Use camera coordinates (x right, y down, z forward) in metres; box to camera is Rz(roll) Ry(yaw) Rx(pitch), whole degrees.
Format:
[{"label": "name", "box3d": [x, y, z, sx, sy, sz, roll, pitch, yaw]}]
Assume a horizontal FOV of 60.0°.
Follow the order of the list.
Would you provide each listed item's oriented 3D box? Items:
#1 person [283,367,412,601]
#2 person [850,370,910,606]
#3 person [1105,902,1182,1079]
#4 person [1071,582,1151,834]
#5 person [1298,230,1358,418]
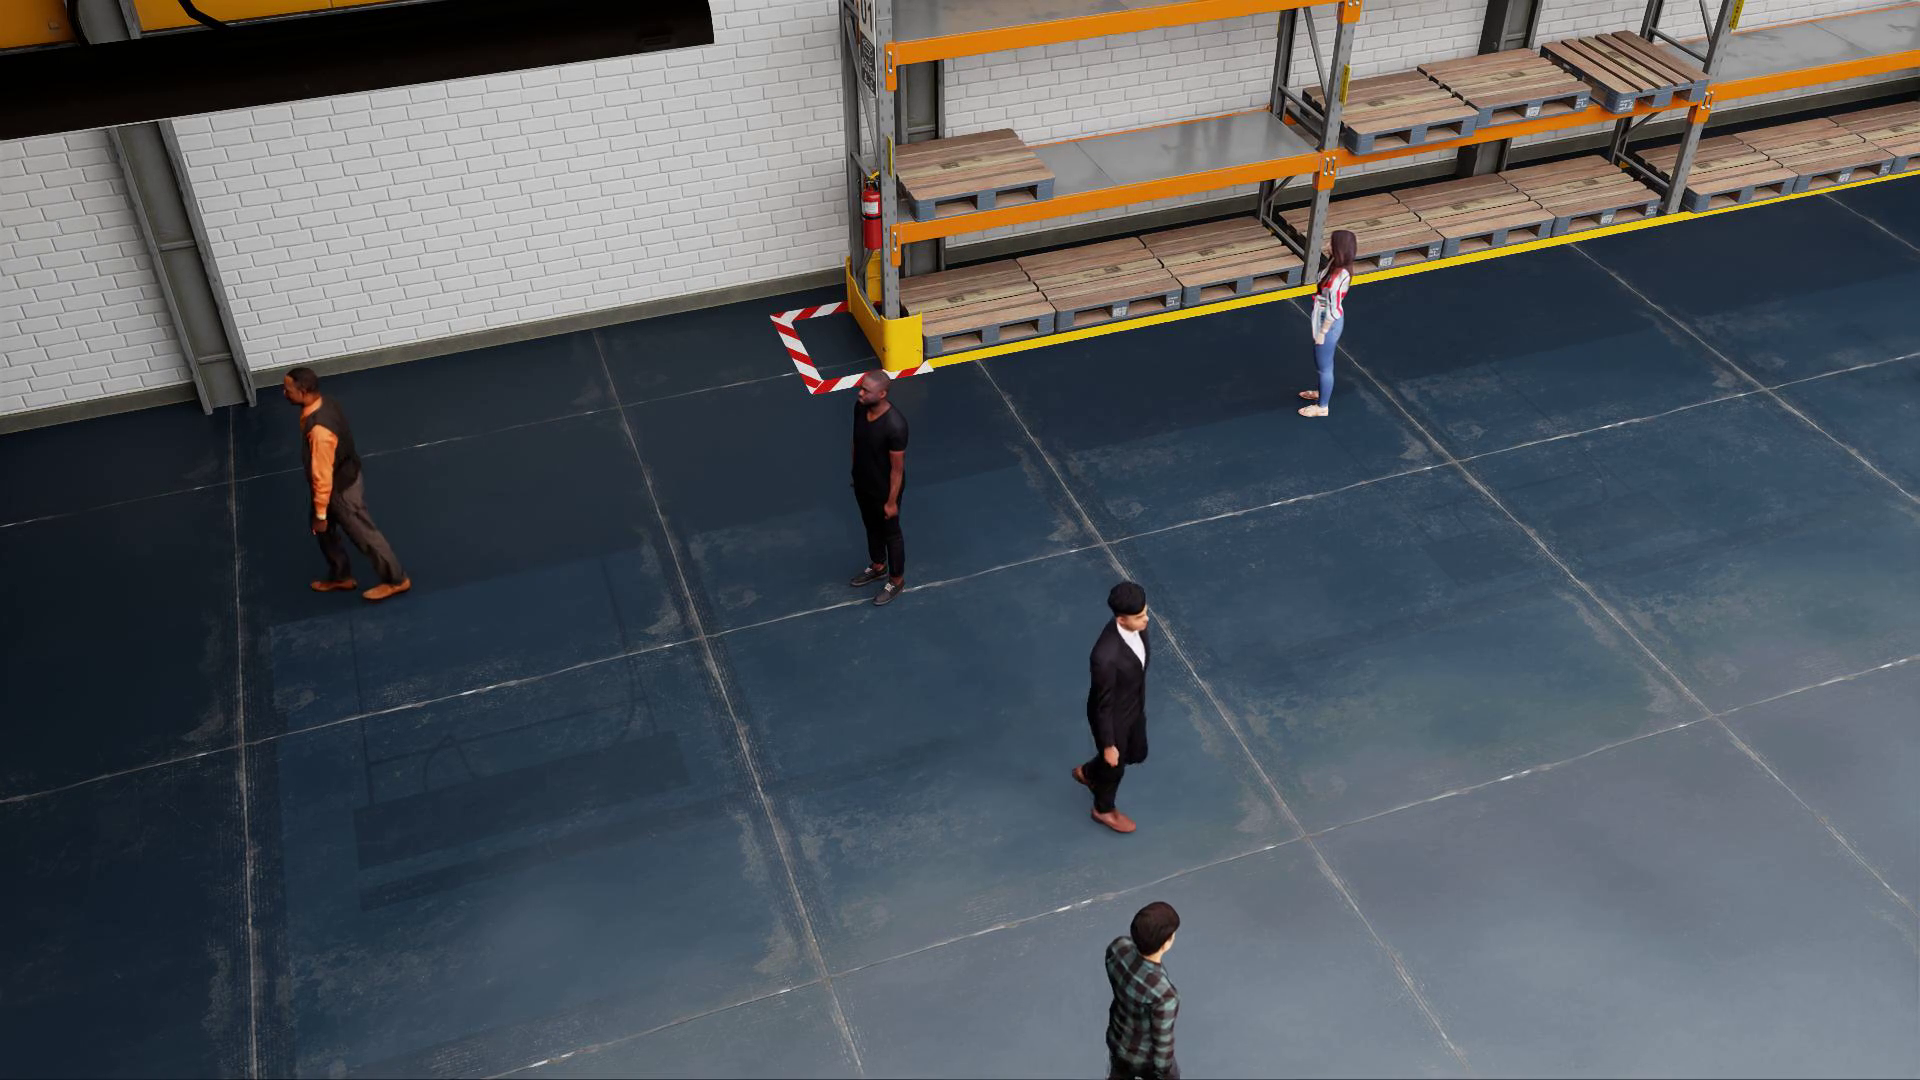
[{"label": "person", "box3d": [-4.056, -0.356, 11.177, 0.903, 1.885, 0.719, -12, 40, -15]}, {"label": "person", "box3d": [-0.542, -0.380, 11.260, 0.684, 1.820, 0.734, -27, 46, -29]}, {"label": "person", "box3d": [0.804, 2.377, 7.820, 0.885, 1.708, 0.823, -22, 44, -25]}, {"label": "person", "box3d": [0.819, 0.949, 9.557, 0.937, 1.868, 0.867, 21, 43, 25]}, {"label": "person", "box3d": [2.901, -1.713, 13.095, 0.677, 1.613, 0.671, 7, 39, 9]}]
